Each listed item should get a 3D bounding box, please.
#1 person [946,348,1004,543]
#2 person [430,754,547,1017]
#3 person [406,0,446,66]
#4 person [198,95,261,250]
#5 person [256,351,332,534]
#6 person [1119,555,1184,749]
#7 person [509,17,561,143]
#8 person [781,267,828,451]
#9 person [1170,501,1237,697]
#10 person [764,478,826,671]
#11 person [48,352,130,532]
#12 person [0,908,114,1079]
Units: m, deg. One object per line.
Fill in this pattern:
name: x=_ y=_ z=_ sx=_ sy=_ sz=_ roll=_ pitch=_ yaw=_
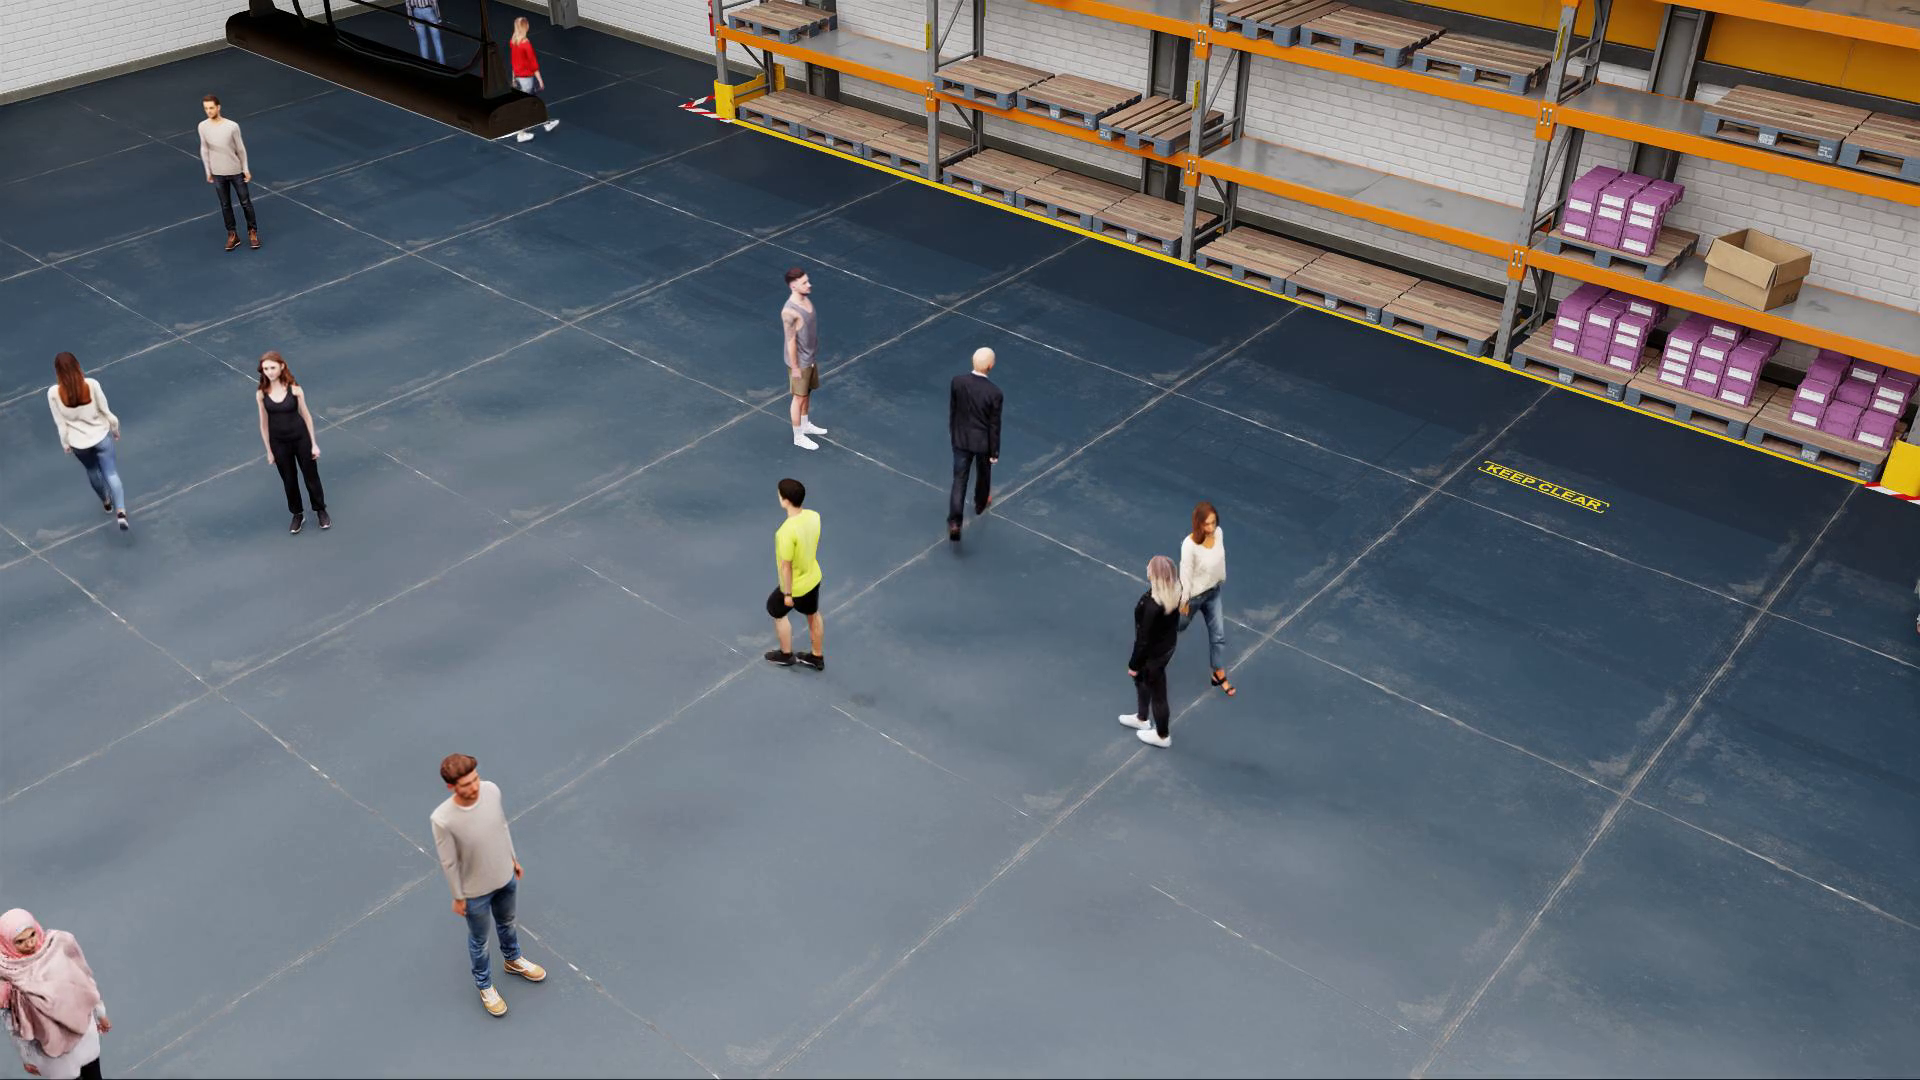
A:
person: x=0.089 y=-0.821 z=14.522 sx=1.222 sy=1.768 sz=1.066 roll=8 pitch=34 yaw=12
person: x=-2.899 y=2.041 z=10.093 sx=0.601 sy=1.905 sz=0.672 roll=21 pitch=39 yaw=28
person: x=-8.043 y=-7.814 z=25.020 sx=0.717 sy=1.794 sz=0.757 roll=-6 pitch=34 yaw=-8
person: x=-8.716 y=-4.394 z=19.808 sx=0.743 sy=1.868 sz=0.787 roll=-5 pitch=34 yaw=-7
person: x=-5.879 y=-0.878 z=14.627 sx=0.670 sy=1.747 sz=0.689 roll=-9 pitch=35 yaw=-14
person: x=1.512 y=0.851 z=12.090 sx=0.737 sy=1.677 sz=0.700 roll=17 pitch=37 yaw=24
person: x=-6.031 y=-6.288 z=22.830 sx=0.760 sy=1.676 sz=0.919 roll=-29 pitch=43 yaw=-36
person: x=-1.517 y=-1.761 z=15.930 sx=0.731 sy=1.847 sz=0.719 roll=7 pitch=34 yaw=11
person: x=1.761 y=0.389 z=12.824 sx=0.737 sy=1.634 sz=1.105 roll=-28 pitch=43 yaw=-35
person: x=-1.185 y=0.310 z=12.889 sx=0.742 sy=1.693 sz=0.701 roll=20 pitch=39 yaw=28
person: x=-7.634 y=-0.838 z=14.644 sx=0.916 sy=1.663 sz=1.170 roll=-16 pitch=37 yaw=-22
person: x=-5.023 y=2.698 z=9.202 sx=0.700 sy=1.798 sz=0.678 roll=21 pitch=39 yaw=28
